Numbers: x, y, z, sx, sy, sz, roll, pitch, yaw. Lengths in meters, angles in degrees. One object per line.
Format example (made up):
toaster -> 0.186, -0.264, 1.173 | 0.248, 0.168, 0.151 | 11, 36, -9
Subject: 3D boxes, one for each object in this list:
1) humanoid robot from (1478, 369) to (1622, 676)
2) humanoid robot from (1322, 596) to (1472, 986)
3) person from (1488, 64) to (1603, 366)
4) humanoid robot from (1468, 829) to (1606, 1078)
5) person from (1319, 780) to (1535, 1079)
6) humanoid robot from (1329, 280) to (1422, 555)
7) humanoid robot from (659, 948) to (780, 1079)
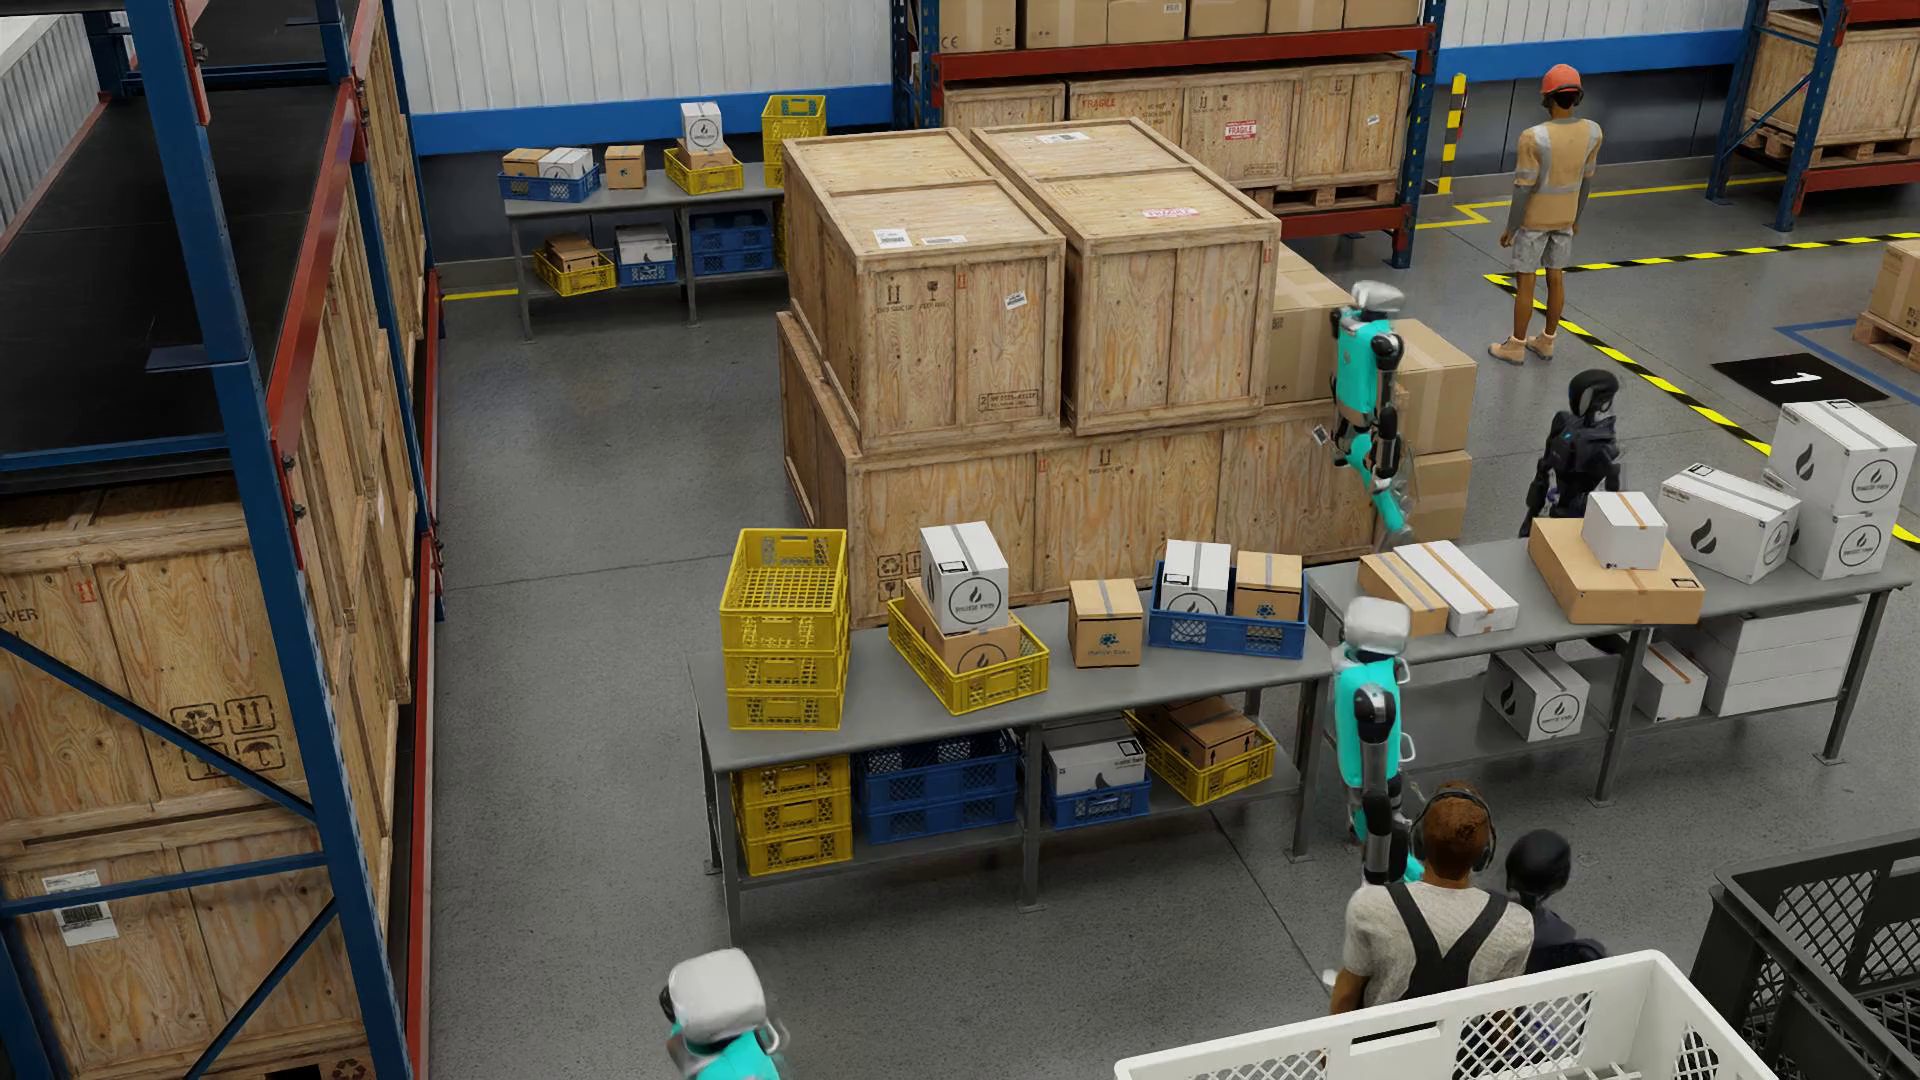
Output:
humanoid robot -> 2.897, -0.030, 7.765 | 0.737, 1.650, 0.608 | -7, 30, -13
humanoid robot -> 1.618, 1.022, 5.768 | 0.800, 1.794, 0.530 | 2, 29, 4
person -> 3.934, -2.174, 11.238 | 0.605, 2.032, 0.399 | -8, 30, -15
humanoid robot -> 1.584, 1.494, 4.945 | 0.602, 1.654, 0.423 | 21, 35, 33
person -> 1.311, 1.484, 4.802 | 0.509, 1.838, 0.338 | 3, 29, 5
humanoid robot -> 2.194, -0.428, 8.474 | 0.699, 1.898, 0.530 | -9, 30, -16
humanoid robot -> -0.245, 1.699, 4.516 | 1.036, 1.747, 0.530 | -16, 33, -27
